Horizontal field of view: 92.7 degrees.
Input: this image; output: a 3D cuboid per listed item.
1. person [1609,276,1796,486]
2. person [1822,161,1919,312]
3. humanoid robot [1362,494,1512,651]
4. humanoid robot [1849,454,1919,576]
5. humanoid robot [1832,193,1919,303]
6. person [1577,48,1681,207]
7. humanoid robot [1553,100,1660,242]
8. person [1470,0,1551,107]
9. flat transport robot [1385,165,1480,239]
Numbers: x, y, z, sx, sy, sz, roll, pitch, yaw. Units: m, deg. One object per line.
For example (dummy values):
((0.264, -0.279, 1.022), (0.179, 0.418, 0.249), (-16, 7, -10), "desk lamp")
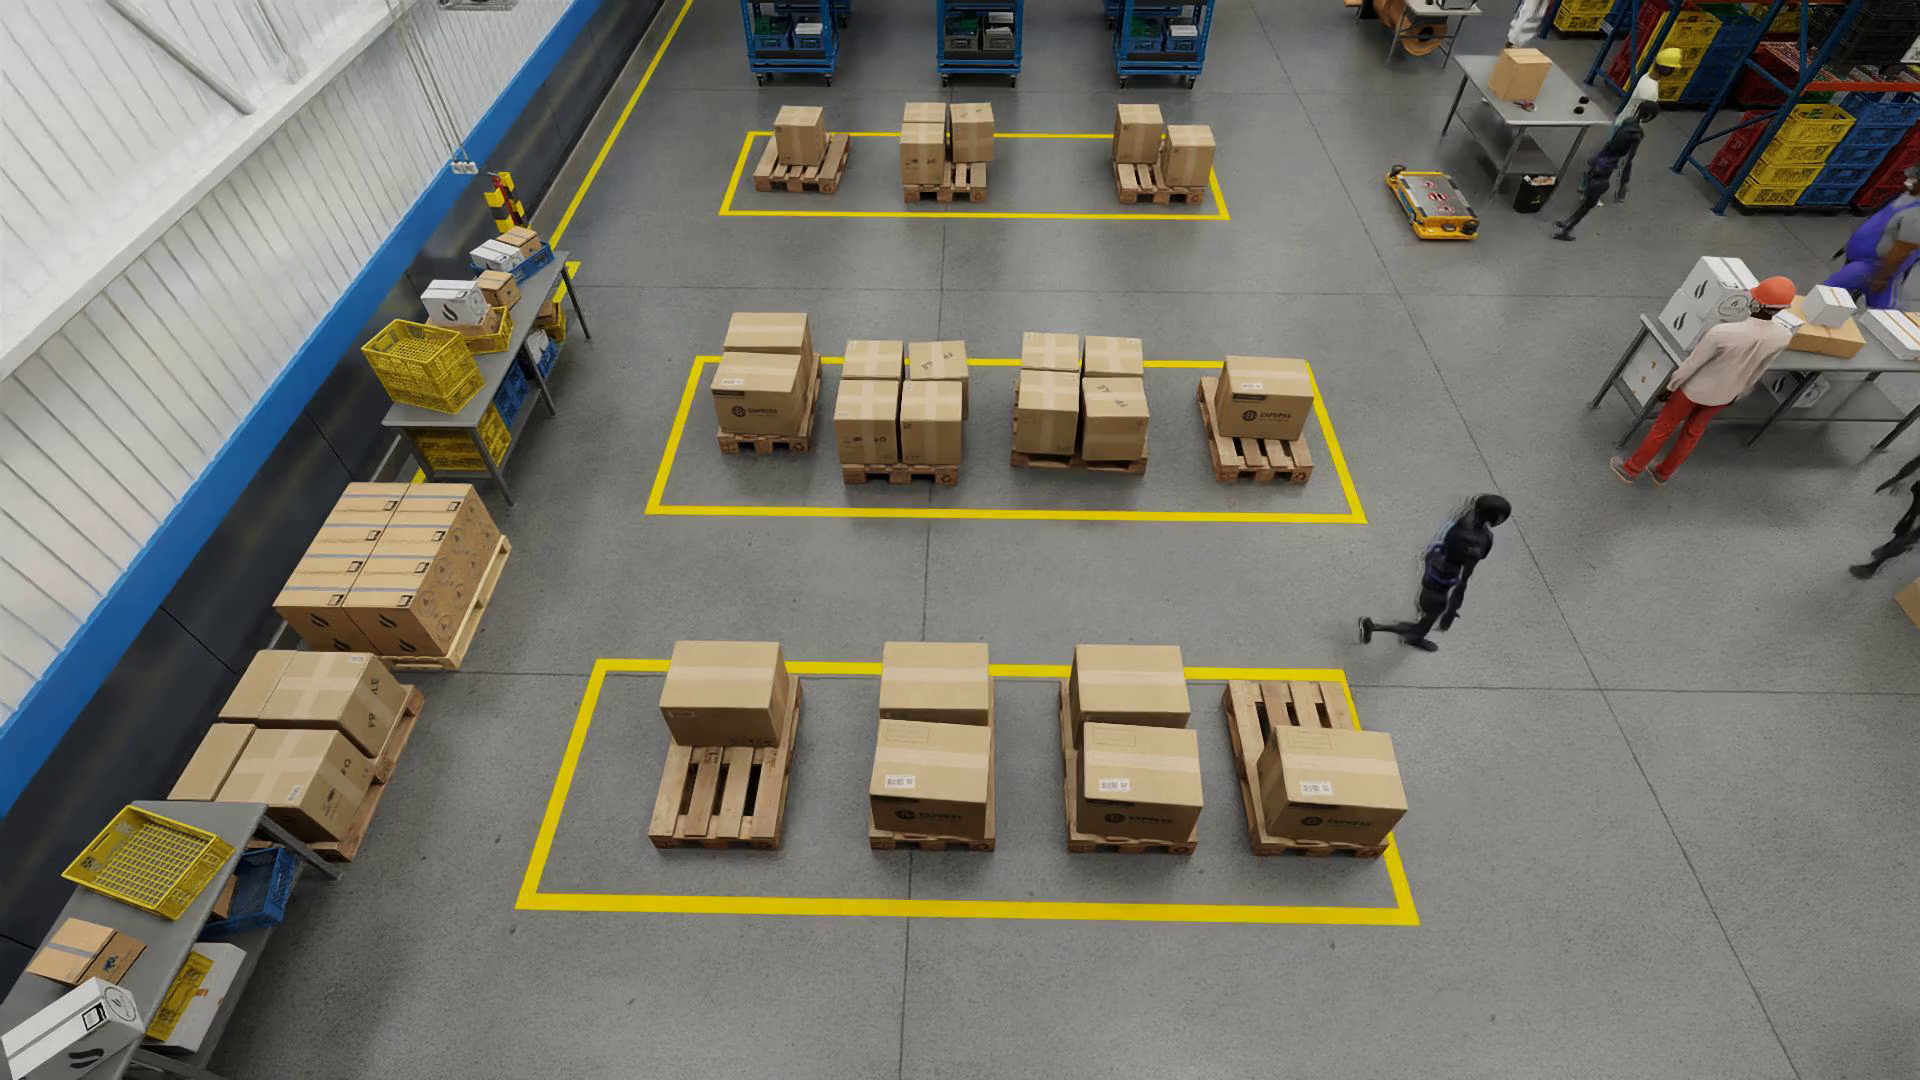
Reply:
((6.080, -1.247, 7.481), (0.614, 1.986, 0.405), (3, 49, 3), "person")
((8.879, -2.729, 8.725), (0.953, 2.000, 0.713), (36, 58, 27), "person")
((3.324, 0.266, 6.375), (0.551, 1.641, 0.617), (18, 52, 15), "humanoid robot")
((7.460, -0.345, 6.920), (0.727, 1.620, 0.607), (-13, 50, -11), "humanoid robot")
((9.135, -2.843, 9.098), (0.760, 1.614, 0.617), (-20, 52, -17), "humanoid robot")
((7.820, -4.819, 10.714), (0.322, 1.766, 0.530), (17, 51, 14), "person")
((7.169, -4.042, 10.109), (0.490, 1.631, 0.601), (14, 51, 12), "humanoid robot")
((7.614, -6.794, 12.367), (0.711, 1.858, 0.397), (-37, 58, -27), "person")
((5.692, -4.094, 11.059), (0.652, 0.197, 1.431), (1, 49, 1), "flat transport robot")
